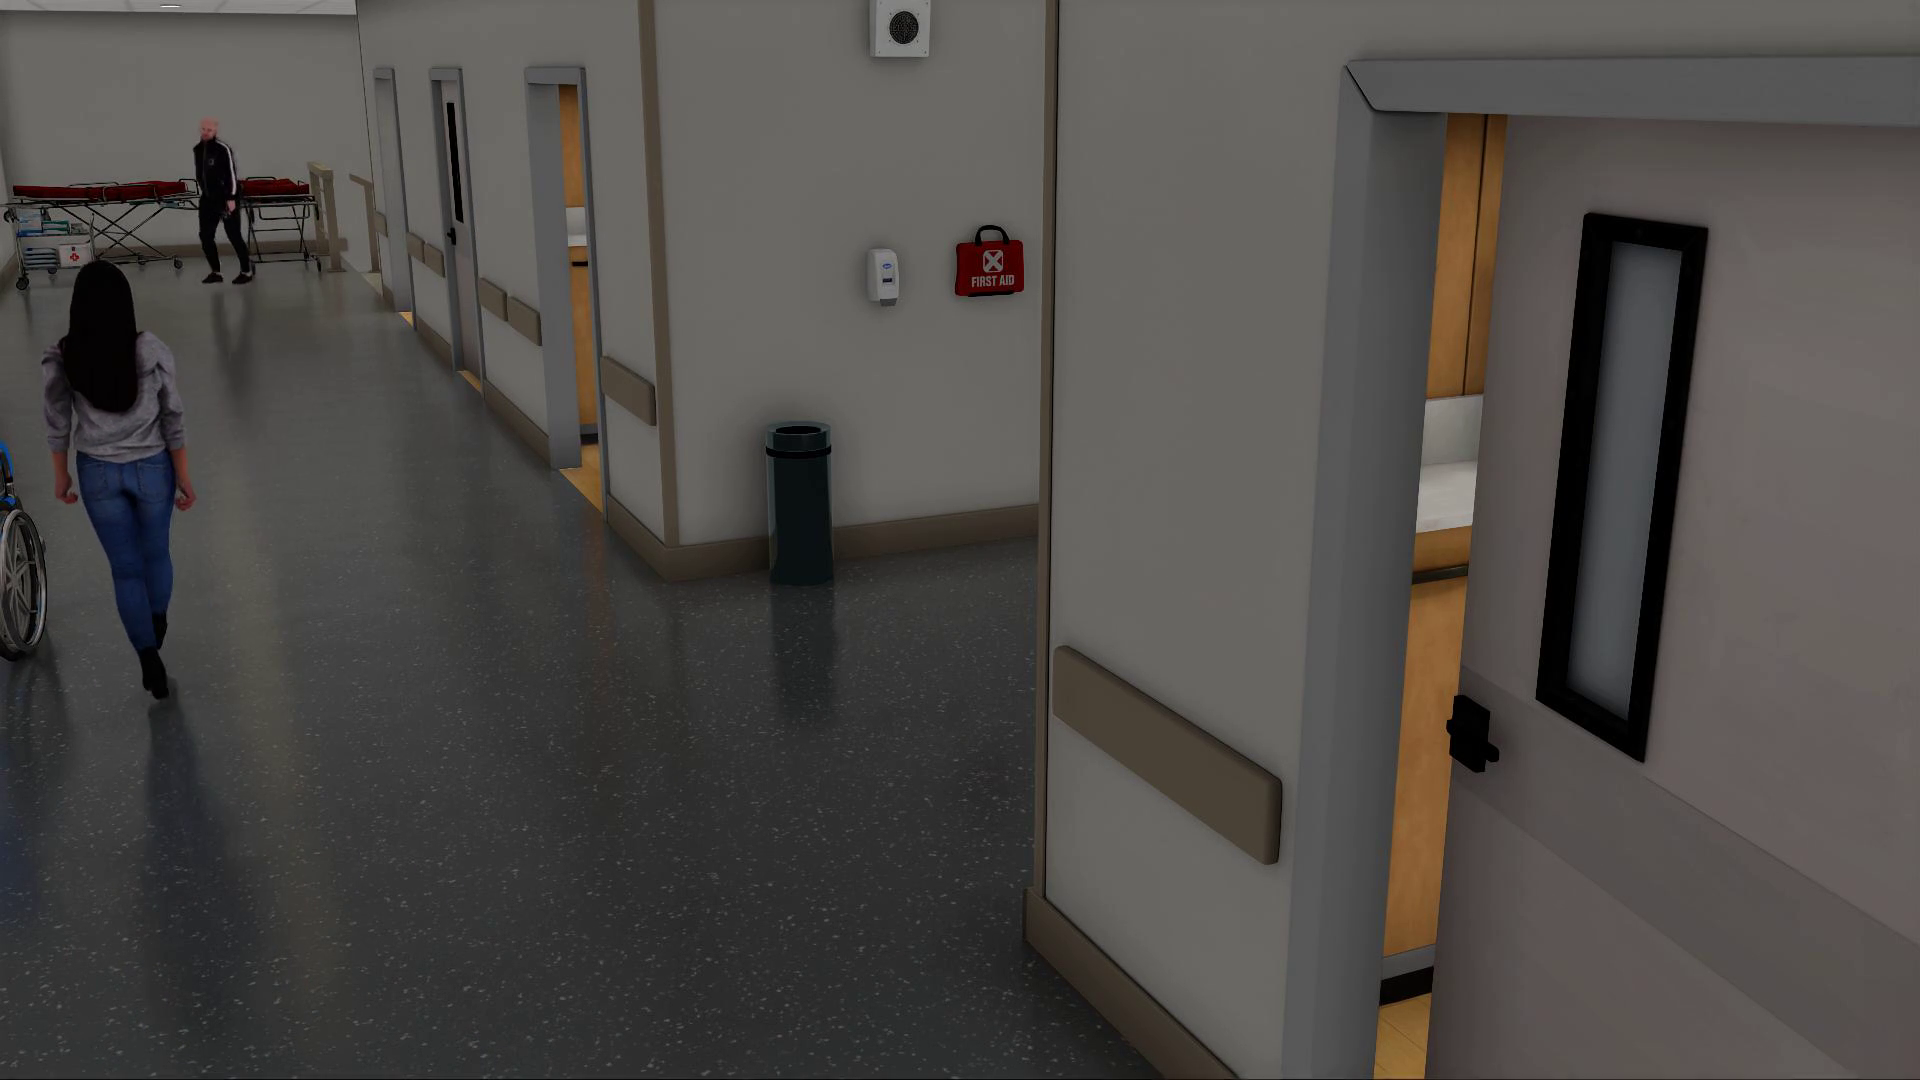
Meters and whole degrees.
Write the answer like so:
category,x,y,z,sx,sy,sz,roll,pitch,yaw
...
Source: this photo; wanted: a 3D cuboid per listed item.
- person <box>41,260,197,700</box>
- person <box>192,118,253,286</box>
category,x,y,z,sx,sy,sz,roll,pitch,yaw
person,-3.081,-0.186,6.161,0.675,1.582,1.039,-9,18,-30
person,-8.002,-3.657,18.096,0.918,1.787,0.983,7,17,23
